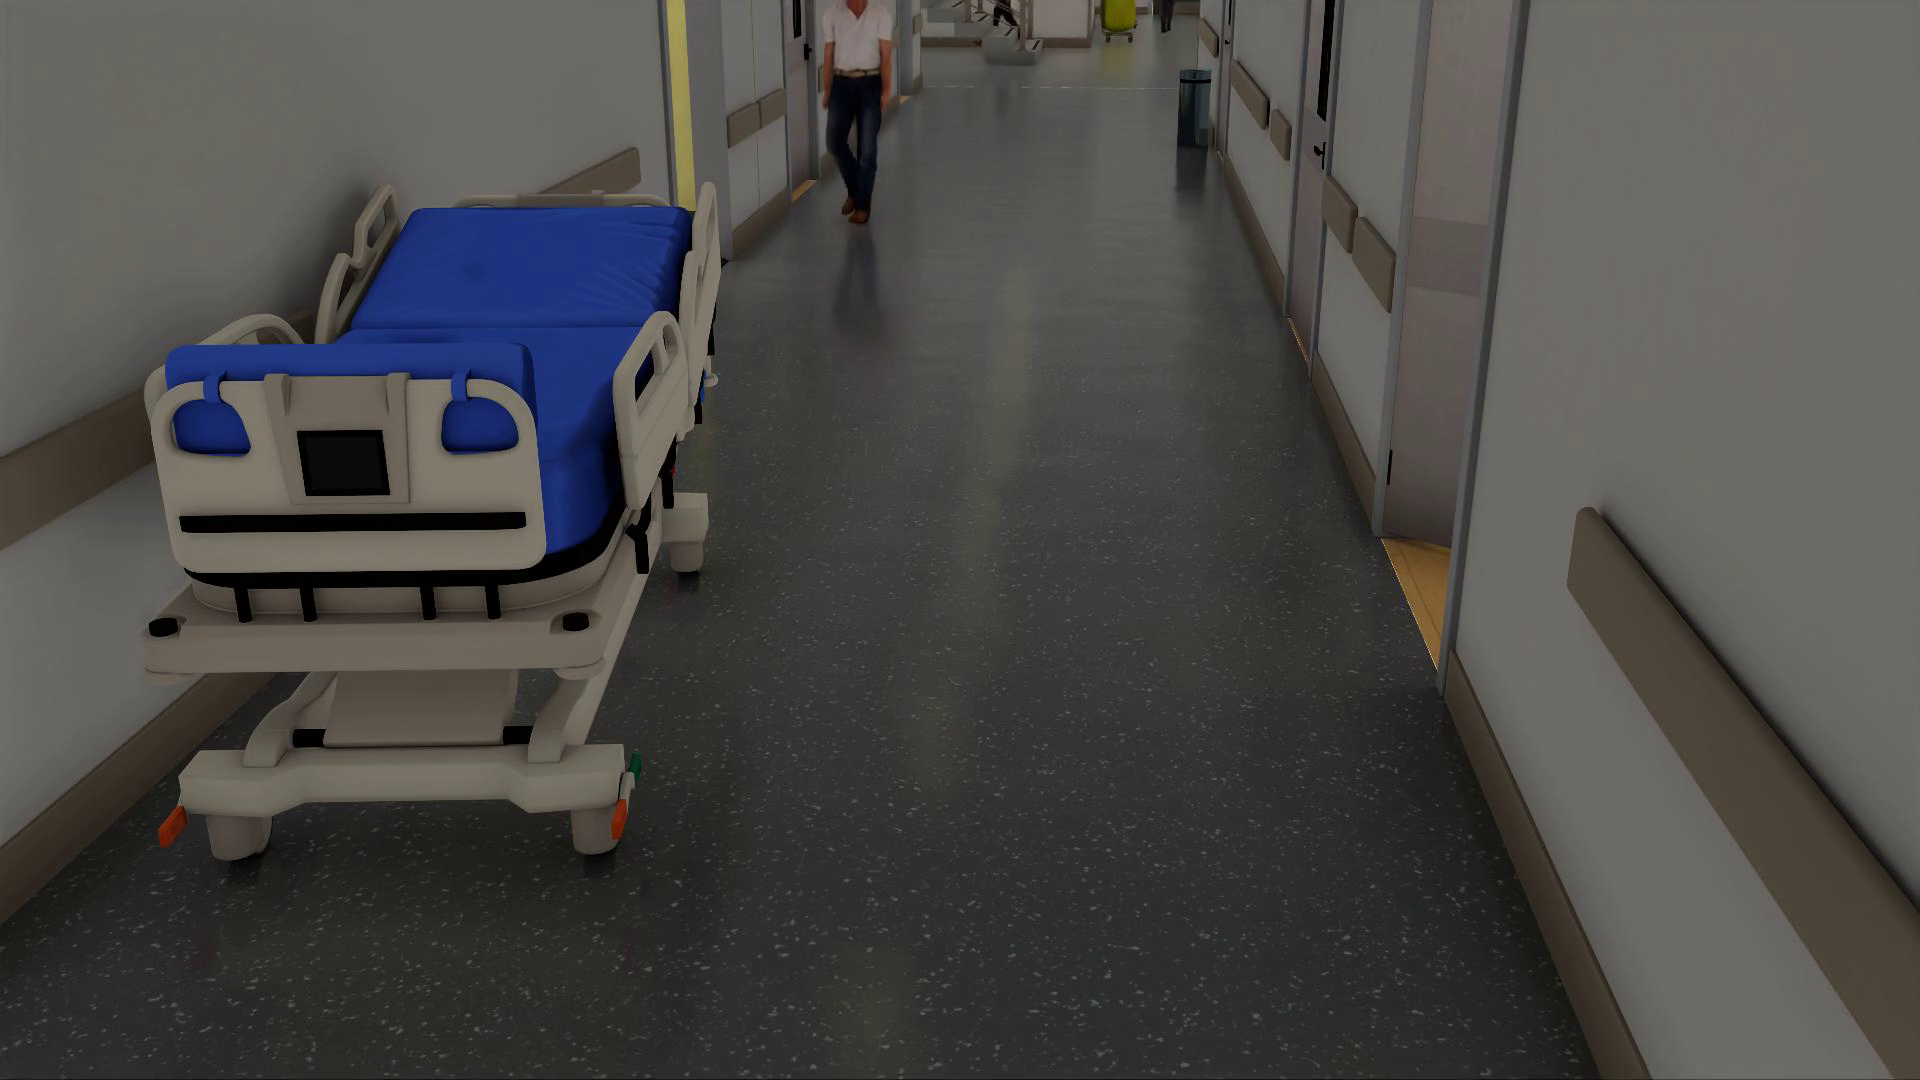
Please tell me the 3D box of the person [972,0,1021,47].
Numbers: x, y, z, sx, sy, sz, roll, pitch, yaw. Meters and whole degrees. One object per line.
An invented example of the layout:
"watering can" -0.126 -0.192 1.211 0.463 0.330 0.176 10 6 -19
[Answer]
"person" 0.770 -8.810 26.942 1.081 1.685 0.723 0 21 1

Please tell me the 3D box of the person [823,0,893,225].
"person" -0.704 -3.247 12.025 0.673 1.847 0.797 5 21 14
